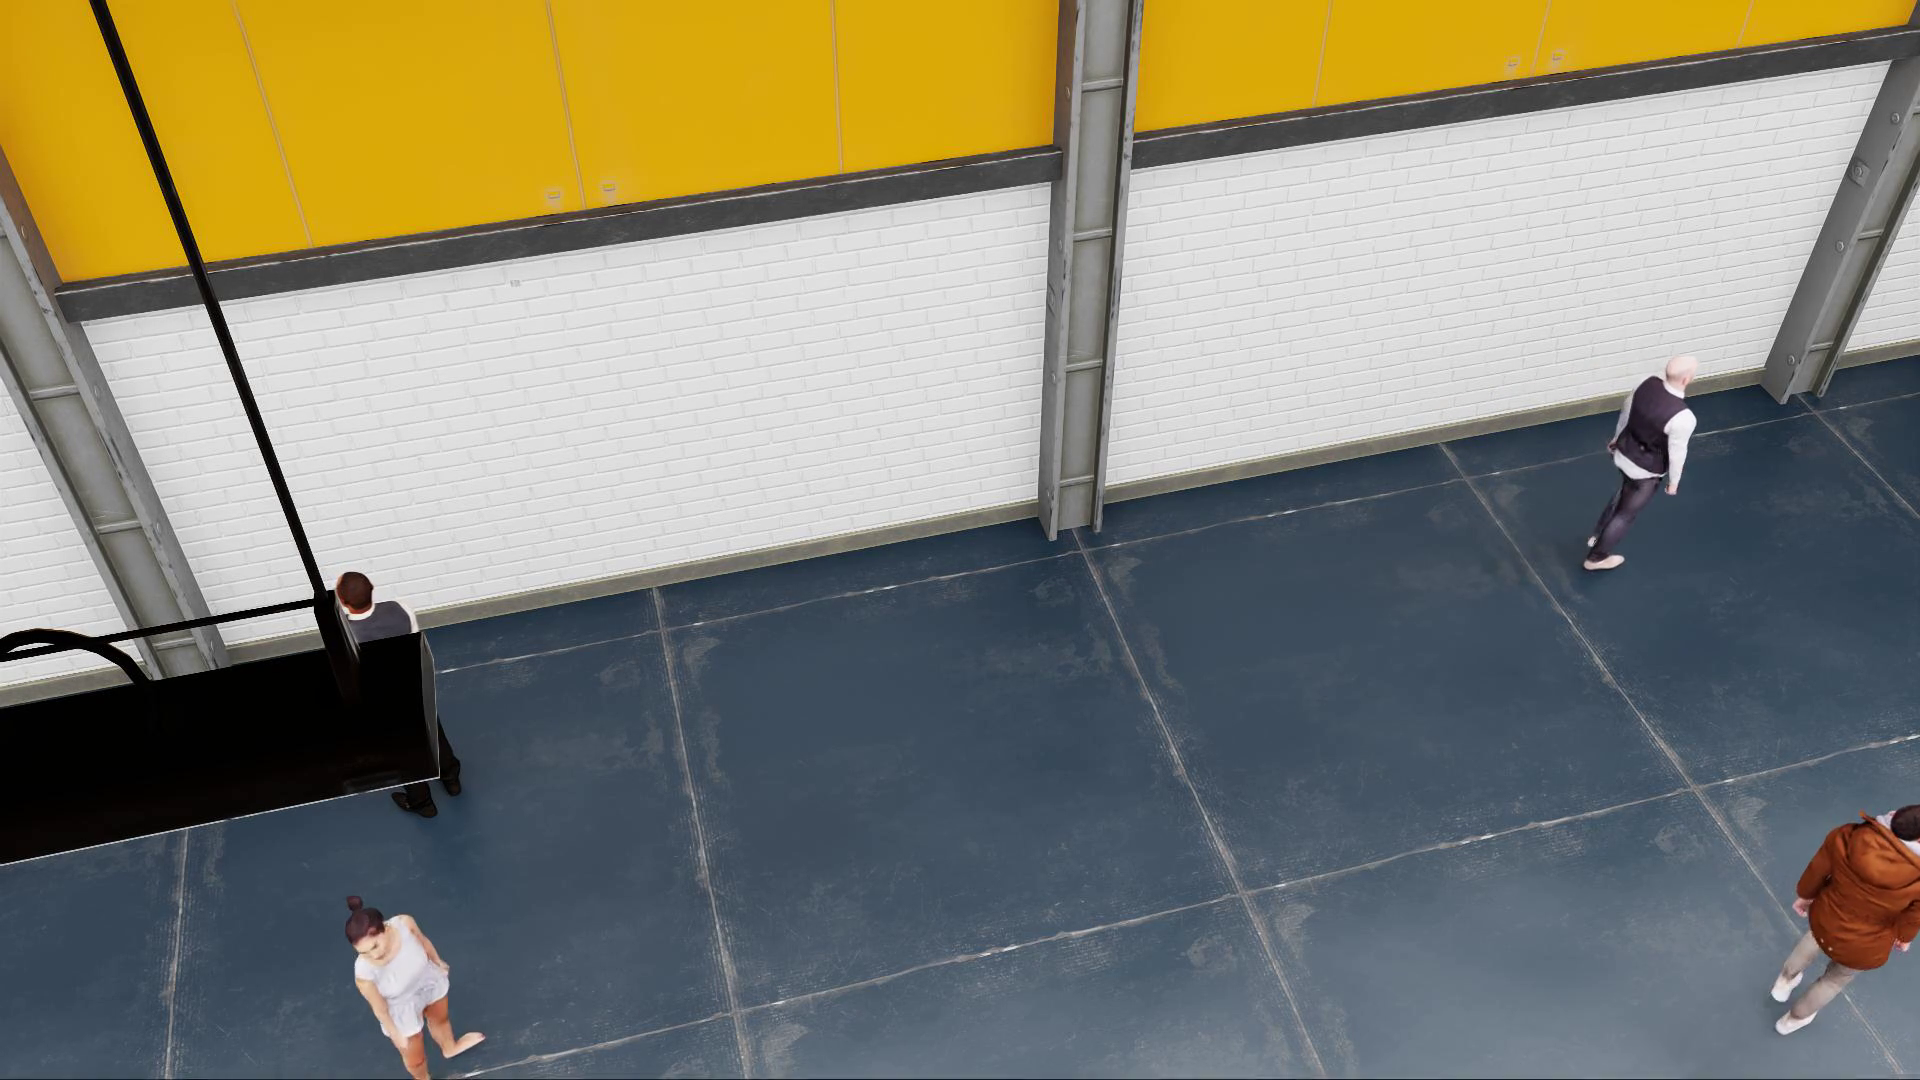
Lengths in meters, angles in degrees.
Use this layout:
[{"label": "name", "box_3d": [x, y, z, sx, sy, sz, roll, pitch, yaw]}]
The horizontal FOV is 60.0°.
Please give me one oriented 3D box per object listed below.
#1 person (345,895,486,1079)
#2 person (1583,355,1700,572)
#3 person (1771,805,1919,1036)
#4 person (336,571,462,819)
[{"label": "person", "box_3d": [-2.768, 2.260, 8.371, 0.722, 1.621, 0.716, 7, 44, 7]}, {"label": "person", "box_3d": [4.471, -0.481, 11.116, 0.663, 1.804, 0.718, -14, 45, -14]}, {"label": "person", "box_3d": [4.521, 1.989, 8.510, 0.812, 1.823, 0.793, -23, 48, -22]}, {"label": "person", "box_3d": [-3.257, 0.890, 9.594, 0.836, 1.919, 0.749, 27, 50, 25]}]
